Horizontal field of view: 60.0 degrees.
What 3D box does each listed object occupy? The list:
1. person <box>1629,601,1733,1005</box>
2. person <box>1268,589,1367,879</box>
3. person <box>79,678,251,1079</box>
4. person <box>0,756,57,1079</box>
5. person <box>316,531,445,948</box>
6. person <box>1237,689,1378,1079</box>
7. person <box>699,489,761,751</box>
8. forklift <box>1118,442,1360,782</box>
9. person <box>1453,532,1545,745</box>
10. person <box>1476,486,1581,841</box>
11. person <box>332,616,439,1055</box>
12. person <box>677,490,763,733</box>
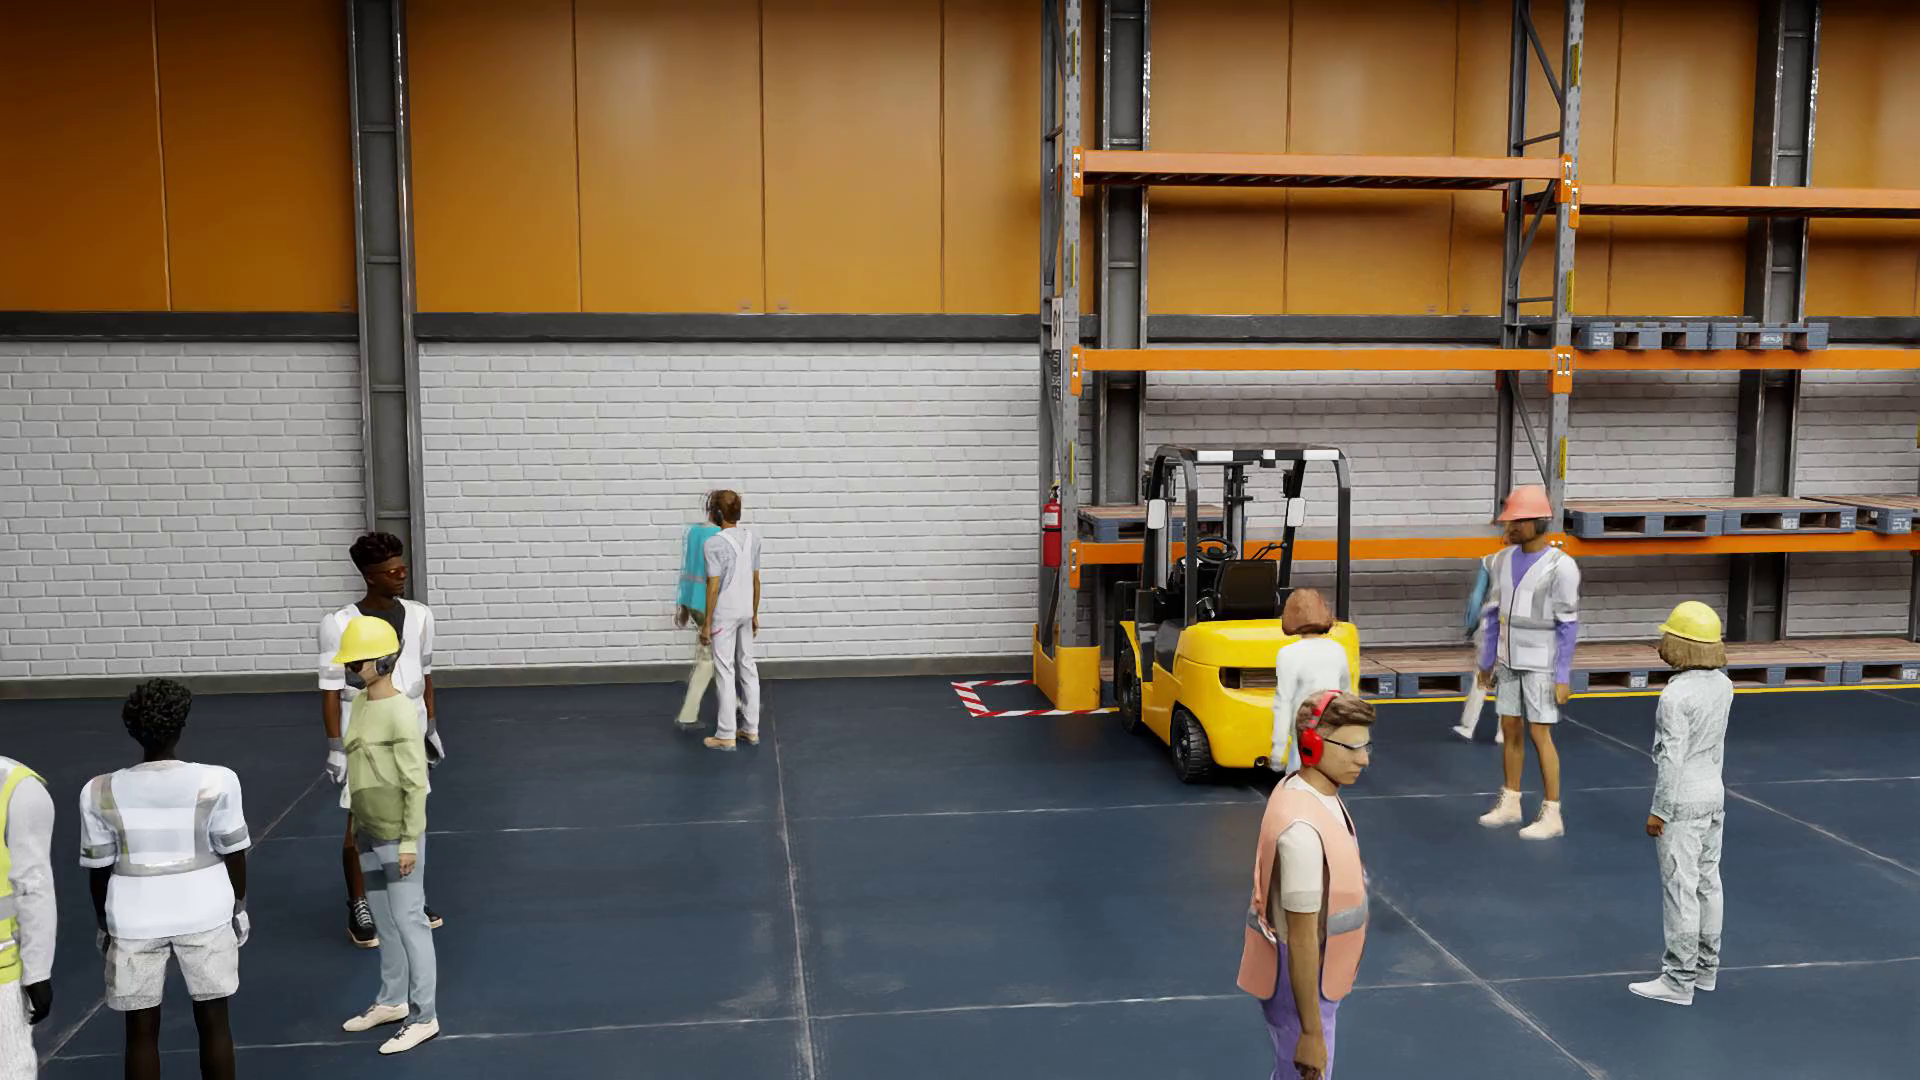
[{"bbox_3d":[3.145,1.129,7.222,0.486,1.746,0.290,-6,9,-40],"label":"person"},{"bbox_3d":[1.848,1.061,8.411,0.510,1.603,0.552,-5,8,-39],"label":"person"},{"bbox_3d":[-2.730,1.320,5.760,0.535,1.696,0.318,-2,7,-20],"label":"person"},{"bbox_3d":[-3.100,1.330,5.100,0.642,1.830,0.429,0,7,-4],"label":"person"},{"bbox_3d":[-2.756,0.933,7.965,0.361,1.965,0.613,5,8,38],"label":"person"},{"bbox_3d":[1.016,1.345,4.921,0.383,1.837,0.570,2,7,13],"label":"person"},{"bbox_3d":[-1.623,0.561,11.751,0.330,1.844,0.519,5,8,39],"label":"person"},{"bbox_3d":[1.912,0.418,11.496,1.214,2.155,2.313,-1,7,-8],"label":"forklift"},{"bbox_3d":[3.901,0.661,11.887,0.595,1.610,0.407,4,8,33],"label":"person"},{"bbox_3d":[3.286,0.714,9.664,0.394,2.034,0.633,-3,7,-25],"label":"person"},{"bbox_3d":[-2.336,1.177,6.712,0.331,1.767,0.529,-6,9,-42],"label":"person"},{"bbox_3d":[-1.823,0.517,12.375,0.807,1.792,0.644,-5,8,-38],"label":"person"}]
